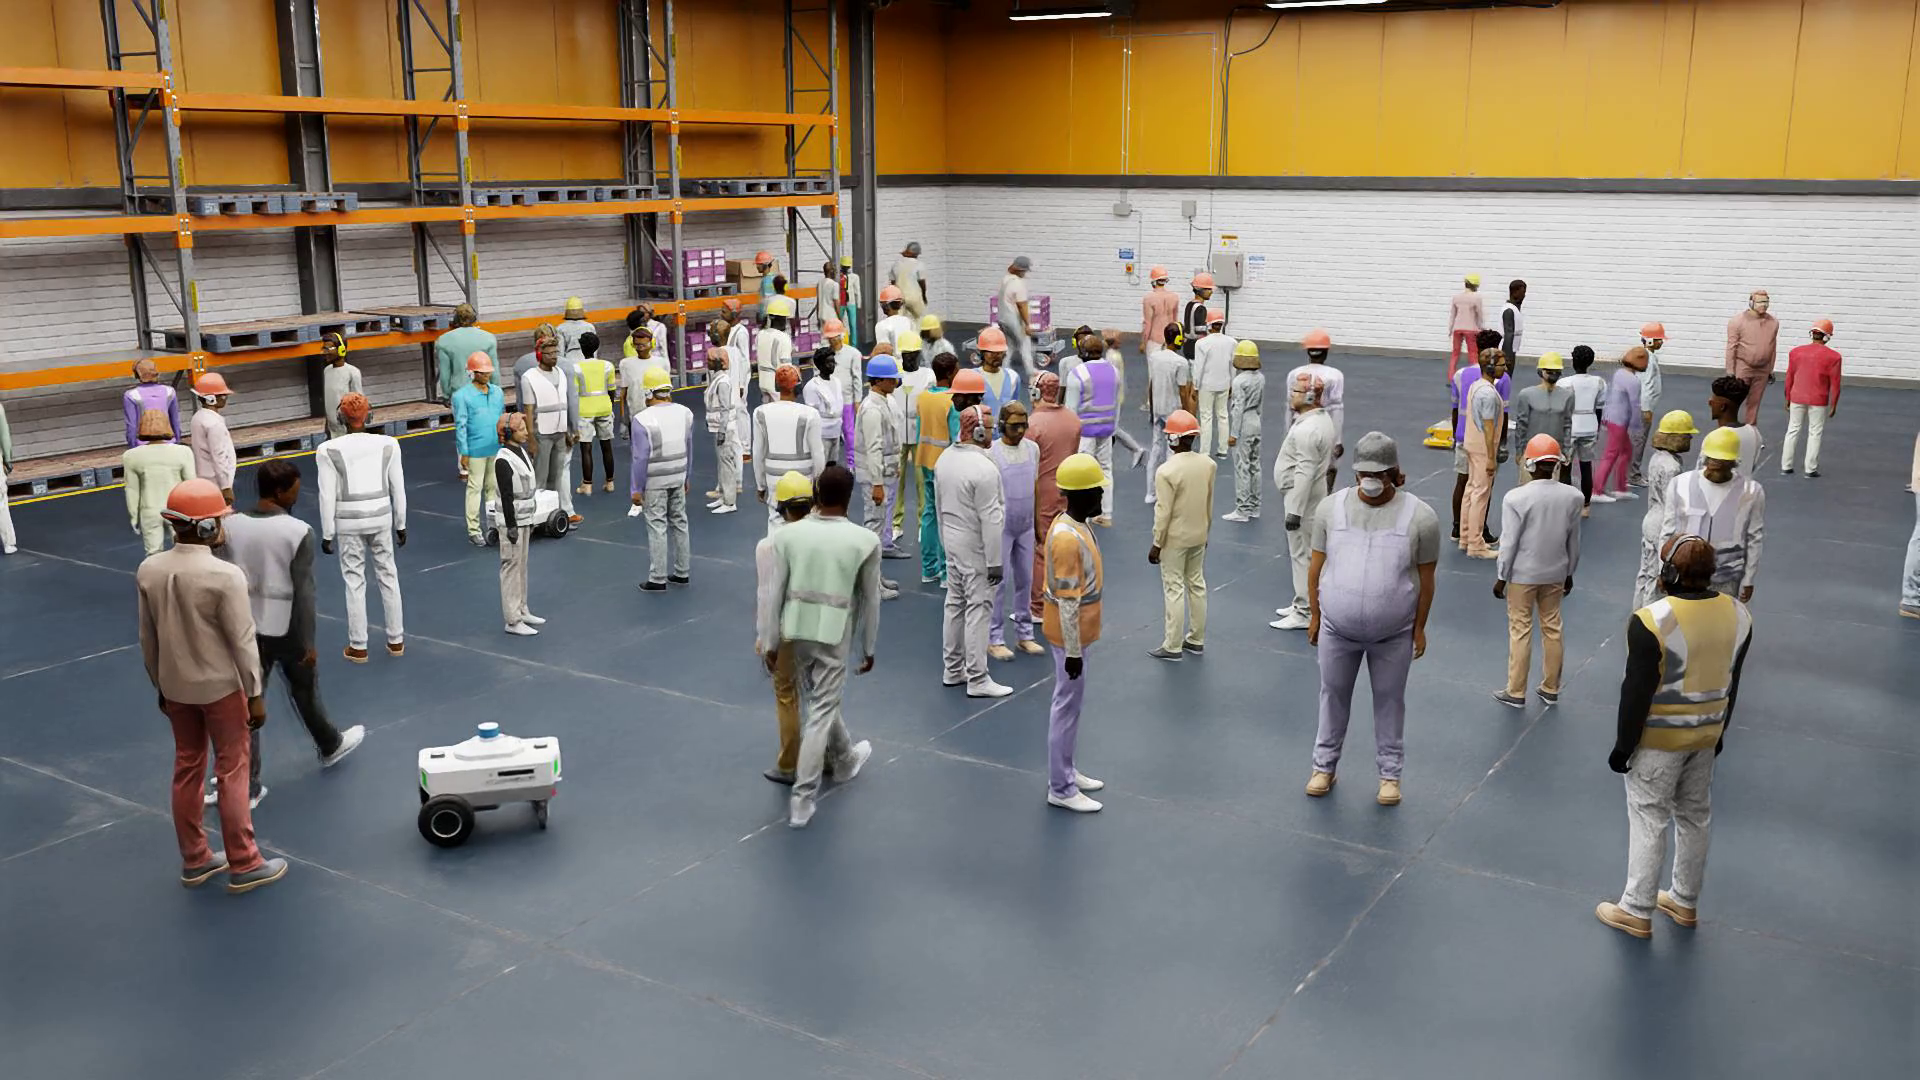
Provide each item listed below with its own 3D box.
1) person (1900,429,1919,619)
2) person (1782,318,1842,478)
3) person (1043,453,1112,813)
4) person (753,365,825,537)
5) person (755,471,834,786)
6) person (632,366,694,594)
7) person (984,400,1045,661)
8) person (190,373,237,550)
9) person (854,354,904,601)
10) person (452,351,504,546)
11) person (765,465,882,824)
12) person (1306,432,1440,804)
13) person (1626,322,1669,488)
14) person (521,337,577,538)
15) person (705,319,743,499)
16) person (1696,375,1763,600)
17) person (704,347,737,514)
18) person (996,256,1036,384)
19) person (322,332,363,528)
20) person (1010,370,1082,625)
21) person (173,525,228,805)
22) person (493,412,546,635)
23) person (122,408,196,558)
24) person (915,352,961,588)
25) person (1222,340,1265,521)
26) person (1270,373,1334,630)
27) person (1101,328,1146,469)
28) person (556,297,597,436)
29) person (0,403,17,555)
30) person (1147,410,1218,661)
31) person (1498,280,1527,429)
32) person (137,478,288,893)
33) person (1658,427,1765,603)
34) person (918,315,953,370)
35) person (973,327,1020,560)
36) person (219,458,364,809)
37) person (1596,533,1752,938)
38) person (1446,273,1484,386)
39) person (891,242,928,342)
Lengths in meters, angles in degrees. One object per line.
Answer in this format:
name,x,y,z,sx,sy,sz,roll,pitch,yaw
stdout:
person,7.439,-0.396,12.623,0.395,1.994,0.613,9,16,34
person,9.323,-1.549,18.190,0.572,1.738,0.353,13,18,43
person,0.622,0.487,8.932,0.356,1.929,0.594,1,13,6
person,-1.325,-0.432,13.024,0.584,1.882,0.346,4,13,15
person,-0.910,0.490,9.282,0.533,1.768,0.310,-9,16,-36
person,-2.400,-0.482,13.351,0.404,1.833,0.588,10,16,37
person,0.355,-0.067,11.561,0.516,1.835,0.358,-9,16,-34
person,-6.034,-0.486,13.541,0.336,1.753,0.564,-10,16,-36
person,-0.640,-0.504,13.196,0.405,1.946,0.612,0,13,0
person,-4.301,-0.835,15.057,0.332,1.749,0.573,8,15,31
person,-0.723,0.528,8.961,0.589,1.845,1.031,4,14,18
person,2.199,0.422,8.977,0.684,2.000,0.538,5,14,20
person,7.291,-1.440,17.682,0.334,1.749,0.576,3,13,14
person,-3.825,-0.961,15.401,0.374,1.843,0.568,6,14,25
person,-2.426,-1.337,17.036,0.344,1.846,0.506,6,14,23
person,5.374,-0.186,11.777,0.603,1.966,0.368,-10,16,-37
person,-2.353,-1.082,16.375,0.309,1.641,0.513,-3,13,-14
person,0.916,-3.426,25.665,0.687,2.000,0.726,-6,14,-26
person,-5.782,-1.012,15.569,0.533,1.871,0.320,8,15,31
person,0.619,-0.320,12.489,0.408,1.908,0.644,11,17,40
person,-4.046,0.620,9.007,0.272,1.632,0.507,-2,13,-8
person,-3.263,-0.126,12.233,0.308,1.640,0.511,0,13,-2
person,-5.968,-0.173,12.477,0.502,1.628,0.277,-4,13,-15
person,-0.147,-0.570,13.544,0.390,1.920,0.587,-9,16,-34
person,2.734,-1.053,16.028,0.308,1.741,0.494,11,17,38
person,2.529,-0.290,12.347,0.410,1.913,0.643,4,14,19
person,1.706,-1.538,18.375,0.613,1.619,0.526,3,13,13
person,-4.804,-2.168,20.871,0.492,1.738,0.318,-5,14,-20
person,-8.556,-0.651,14.509,0.524,1.639,0.308,-10,16,-36
person,1.526,-0.034,11.579,0.563,1.753,0.327,-11,17,-39
person,7.097,-2.410,21.542,0.390,1.913,0.588,4,14,18
person,-3.566,0.690,7.912,0.623,1.992,0.396,4,14,18
person,4.712,0.187,10.478,0.594,1.825,0.403,6,14,25
person,-0.283,-1.748,19.161,0.506,1.686,0.774,12,18,42
person,0.268,-0.808,14.303,0.608,2.045,0.391,-7,15,-29
person,-3.745,0.466,9.172,0.631,1.859,1.006,2,13,9
person,3.178,0.874,7.455,0.627,1.844,0.429,-5,14,-21
person,7.685,-3.178,25.252,0.399,1.739,0.547,-11,17,-39
person,-0.882,-4.346,29.658,0.696,2.000,0.921,8,15,32
